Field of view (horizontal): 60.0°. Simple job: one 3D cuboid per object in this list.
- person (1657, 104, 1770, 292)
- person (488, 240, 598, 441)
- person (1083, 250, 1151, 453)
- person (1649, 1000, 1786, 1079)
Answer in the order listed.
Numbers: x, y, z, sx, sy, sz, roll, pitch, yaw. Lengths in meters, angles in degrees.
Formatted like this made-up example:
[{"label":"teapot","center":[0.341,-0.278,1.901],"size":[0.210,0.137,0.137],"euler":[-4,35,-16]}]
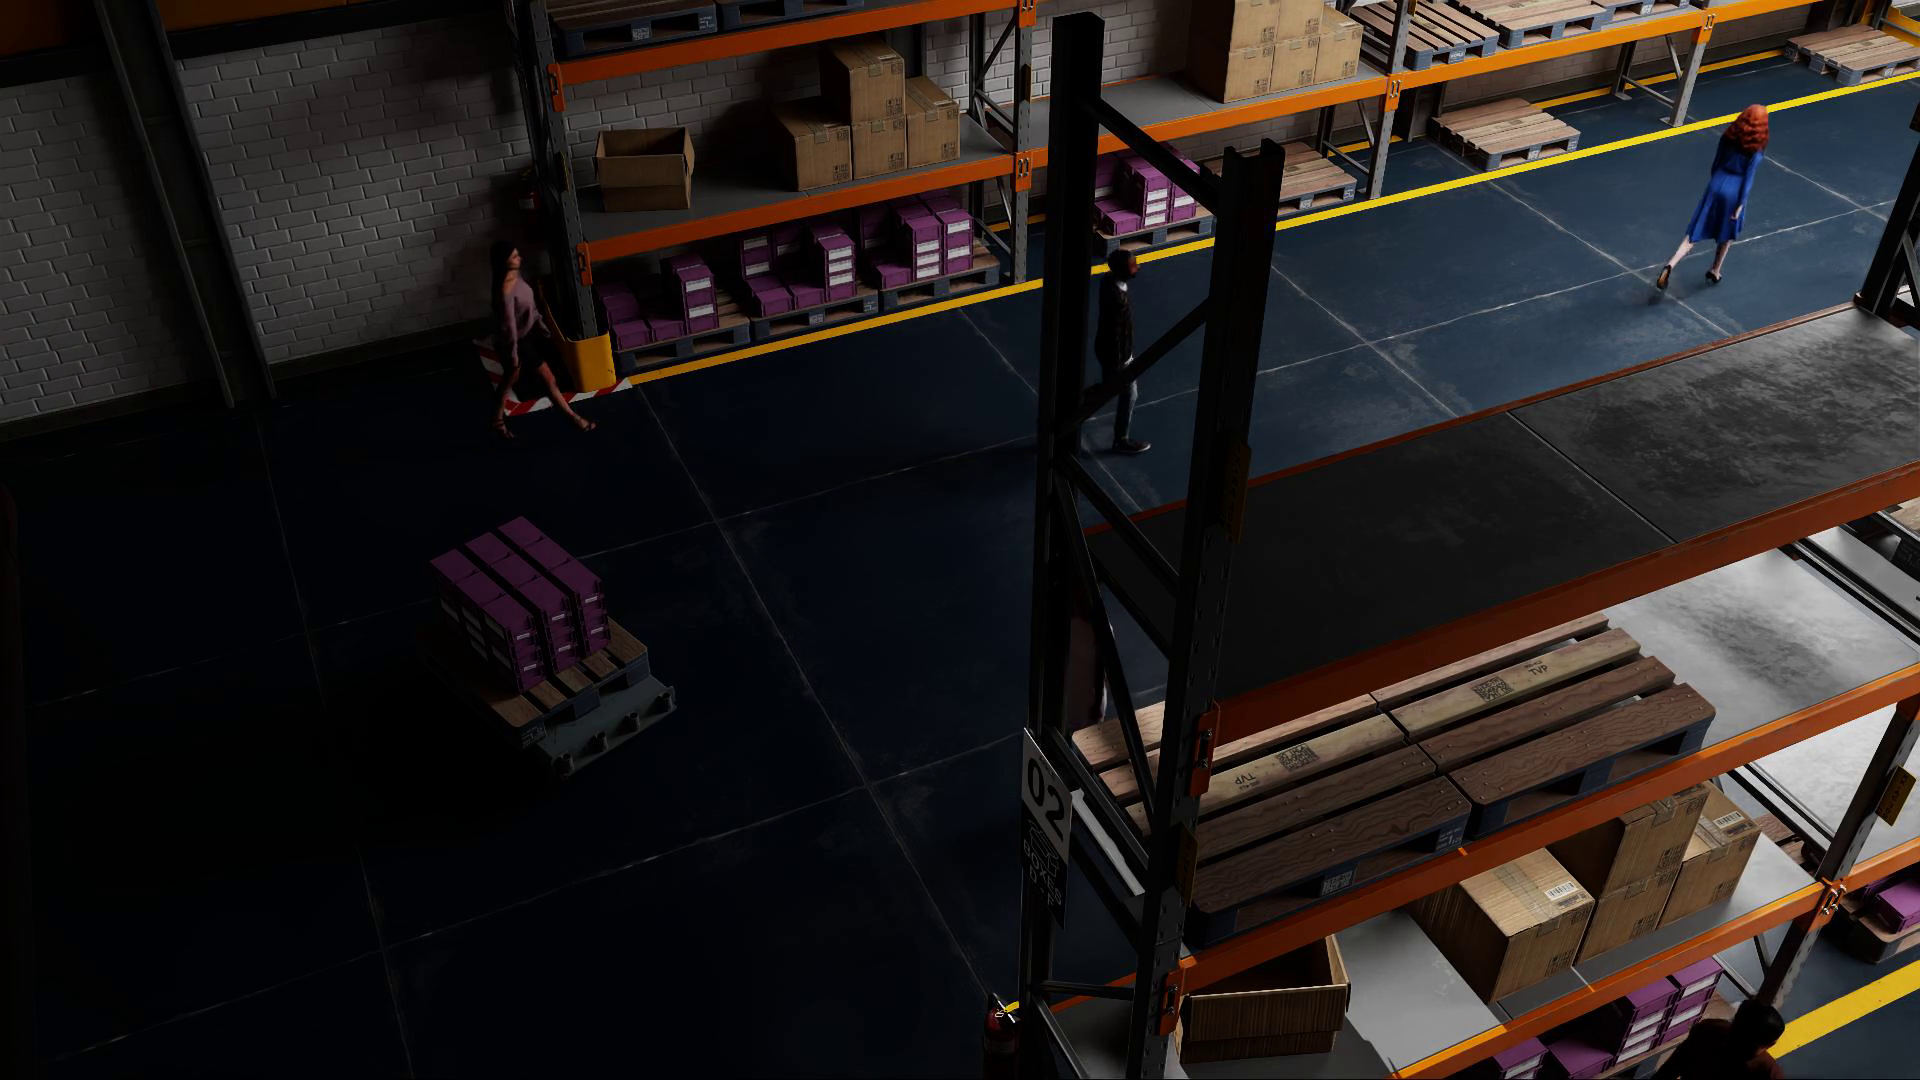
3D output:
[{"label":"person","center":[6.677,-2.968,14.723],"size":[1.138,1.798,0.716],"euler":[-22,44,-25]},{"label":"person","center":[-3.507,-1.491,12.905],"size":[1.164,1.758,0.854],"euler":[-5,39,-6]},{"label":"person","center":[1.097,-1.435,12.802],"size":[1.155,1.798,0.927],"euler":[-2,39,-2]},{"label":"person","center":[3.536,2.658,7.735],"size":[1.106,1.726,0.664],"euler":[-17,42,-20]}]
